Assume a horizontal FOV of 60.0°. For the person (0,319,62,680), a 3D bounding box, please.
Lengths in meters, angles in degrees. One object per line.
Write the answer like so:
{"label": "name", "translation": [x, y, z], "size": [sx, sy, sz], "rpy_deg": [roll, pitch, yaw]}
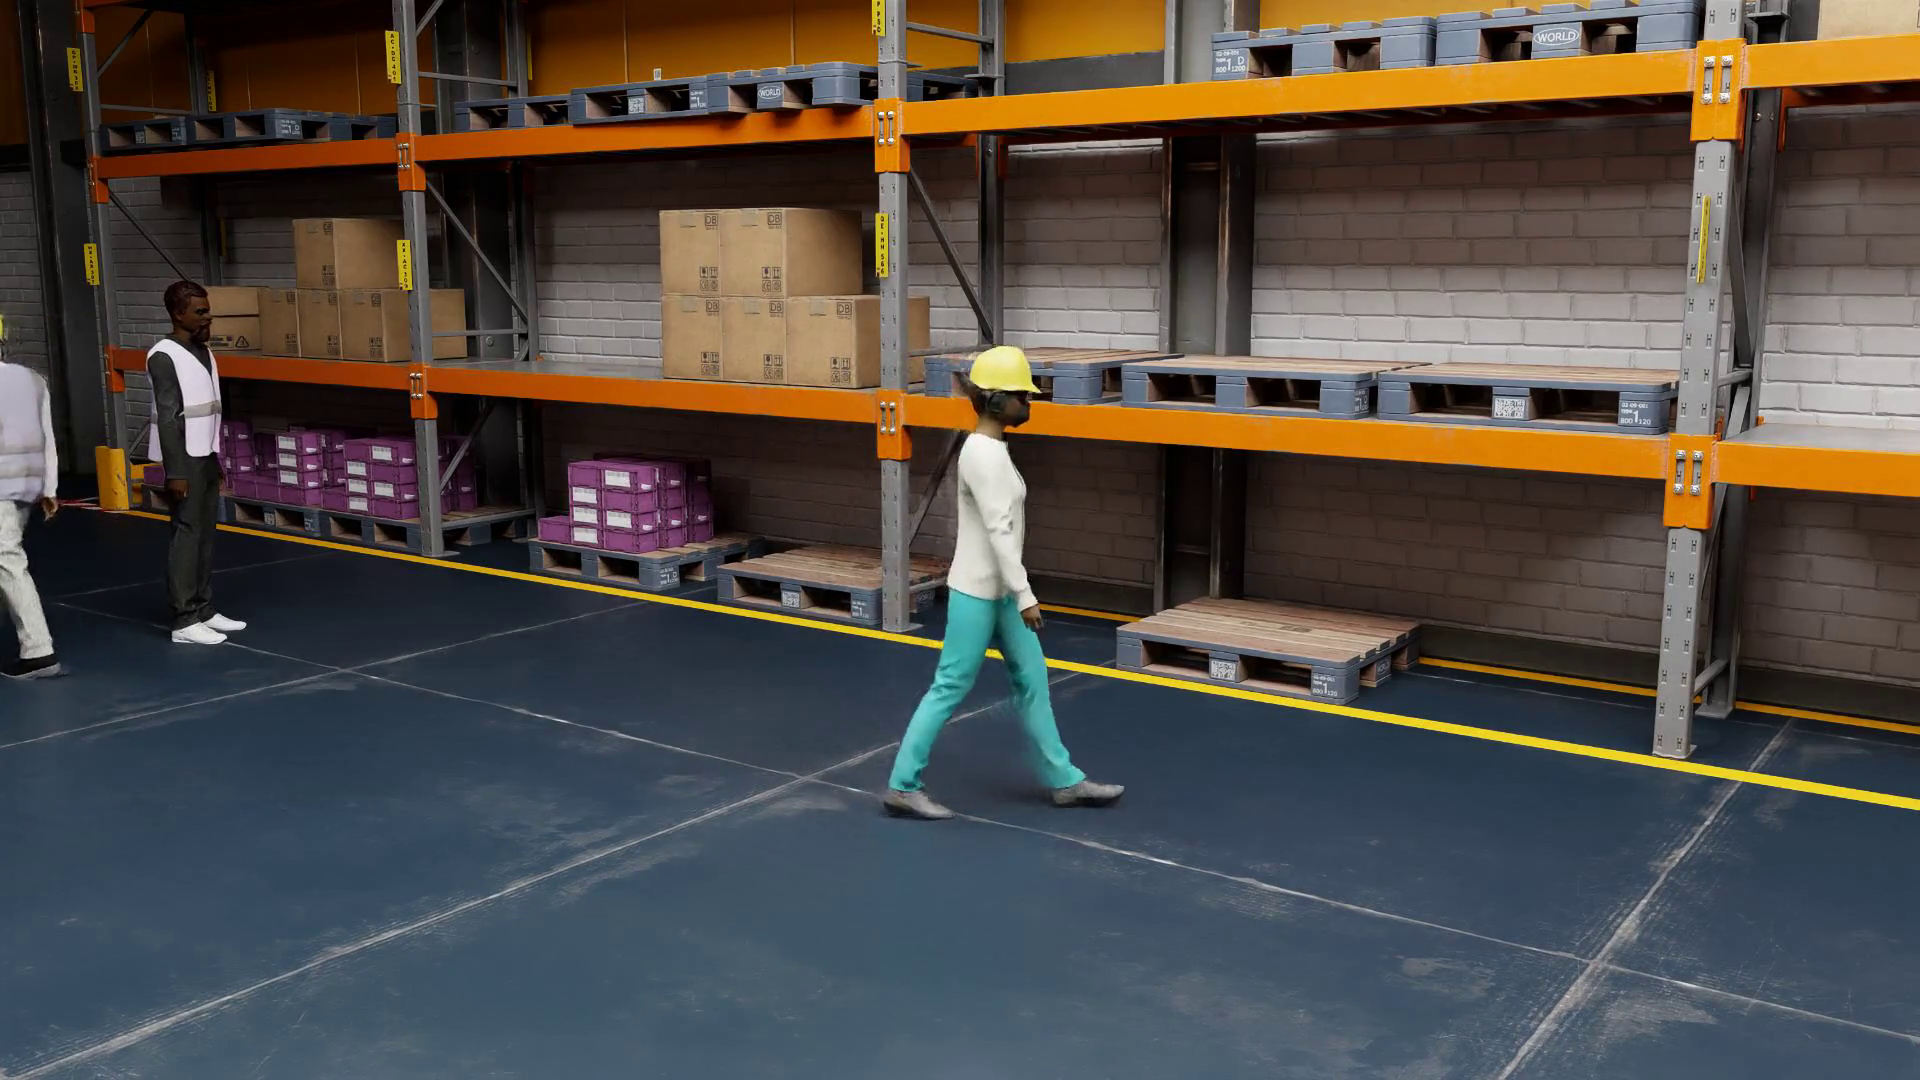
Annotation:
{"label": "person", "translation": [-4.698, -0.222, 8.066], "size": [0.740, 1.789, 0.646], "rpy_deg": [2, 10, 10]}

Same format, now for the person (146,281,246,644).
{"label": "person", "translation": [-4.104, -0.414, 8.866], "size": [0.375, 1.917, 0.598], "rpy_deg": [-1, 10, -5]}

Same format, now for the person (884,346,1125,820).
{"label": "person", "translation": [0.136, 0.171, 5.984], "size": [0.876, 1.723, 0.532], "rpy_deg": [1, 10, 8]}
